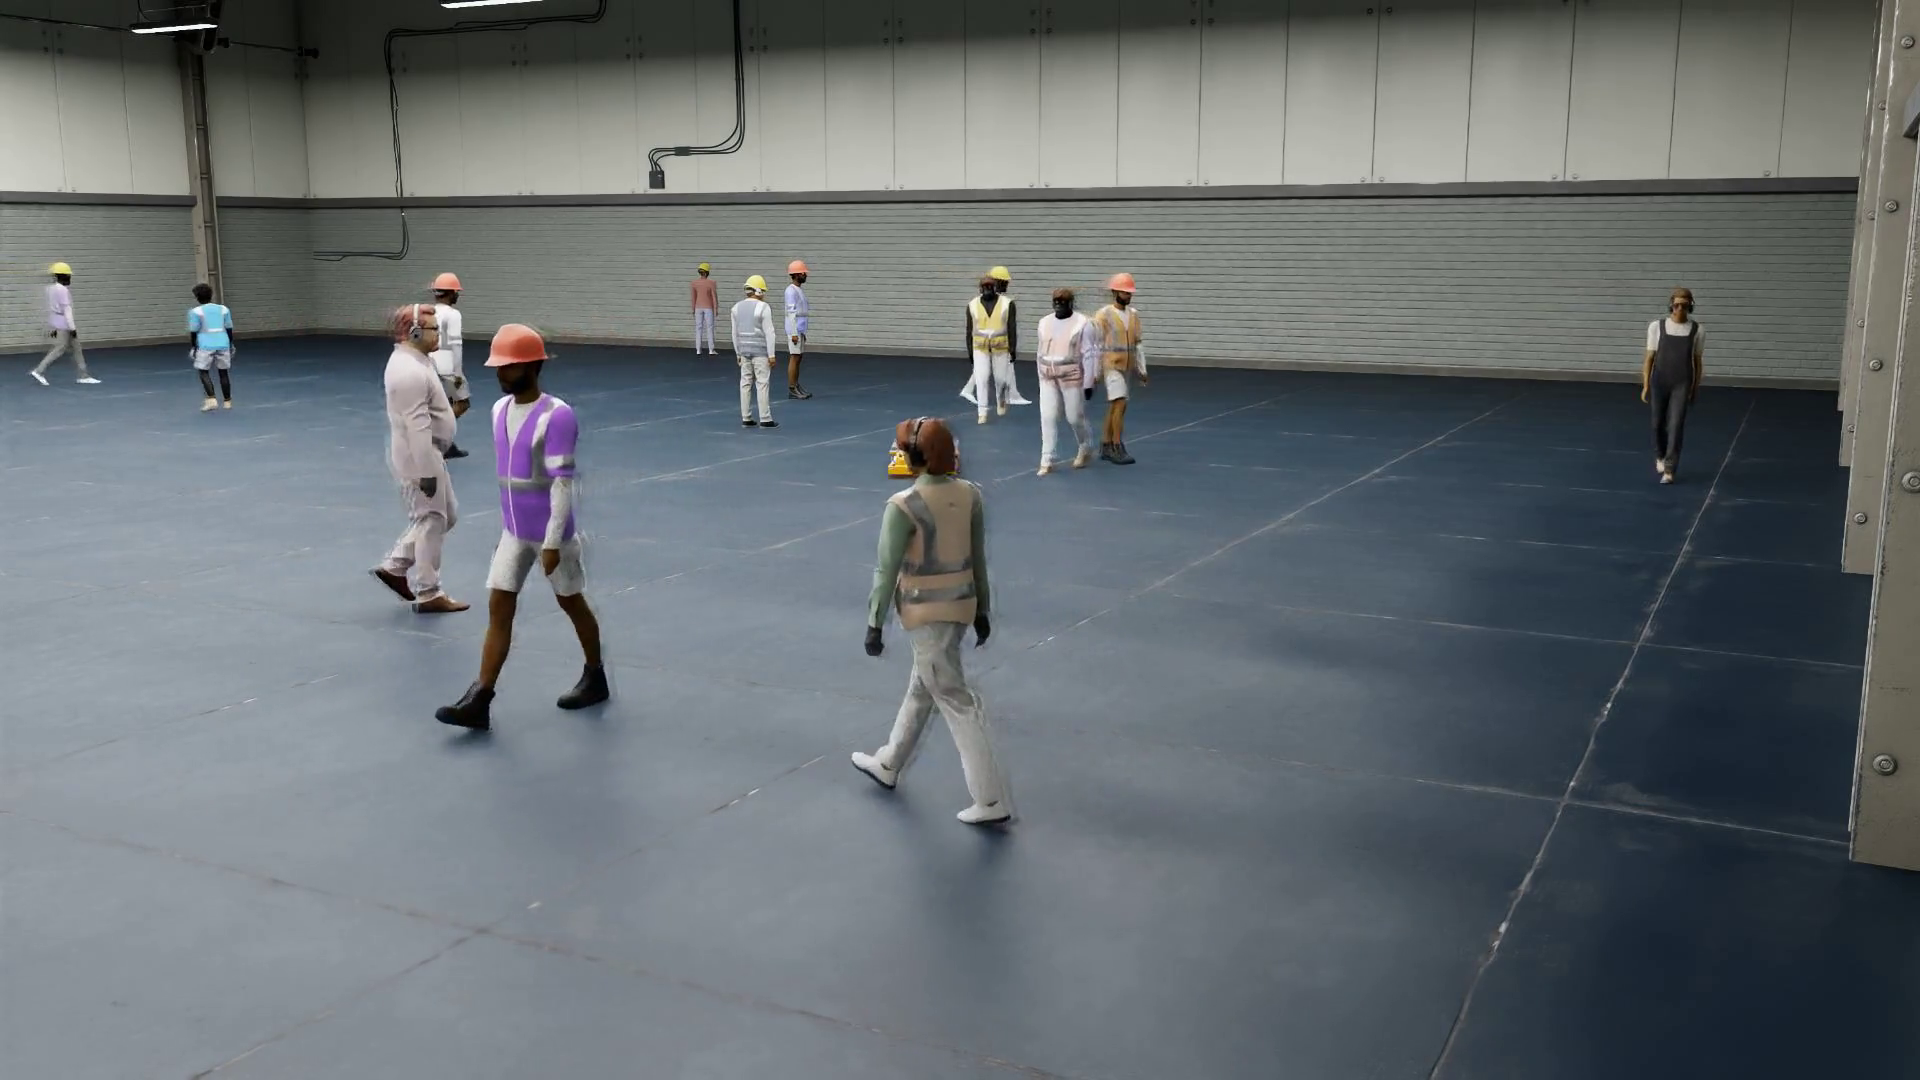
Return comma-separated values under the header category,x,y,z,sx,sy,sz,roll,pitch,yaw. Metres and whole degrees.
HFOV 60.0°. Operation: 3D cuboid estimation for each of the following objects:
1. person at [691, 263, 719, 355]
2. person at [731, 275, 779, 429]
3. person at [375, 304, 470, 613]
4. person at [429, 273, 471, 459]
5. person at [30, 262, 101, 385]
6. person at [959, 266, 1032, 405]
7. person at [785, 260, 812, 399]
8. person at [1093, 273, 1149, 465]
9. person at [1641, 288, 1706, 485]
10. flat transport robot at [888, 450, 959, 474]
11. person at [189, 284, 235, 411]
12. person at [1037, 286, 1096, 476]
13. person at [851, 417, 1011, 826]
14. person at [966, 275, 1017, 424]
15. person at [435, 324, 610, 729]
category,x,y,z,sx,sy,sz,roll,pitch,yaw
person,-4.899,-4.428,31.941,0.533,1.767,0.327,2,11,12
person,-2.424,-2.226,19.781,0.588,1.822,0.403,6,12,31
person,-3.272,-0.485,10.101,0.466,1.888,0.664,-3,11,-18
person,-5.274,-1.766,17.027,0.541,1.922,0.518,8,13,36
person,-13.845,-3.321,25.581,0.932,1.899,0.594,-7,13,-34
person,0.462,-2.768,22.556,0.950,1.891,0.586,-1,10,-5
person,-2.278,-2.952,23.414,0.349,1.942,0.545,1,10,6
person,1.672,-1.712,16.707,0.561,1.910,0.745,-9,14,-40
person,6.702,-1.461,15.645,0.514,1.822,0.871,5,12,26
flat transport robot,-0.347,-0.834,16.424,0.652,0.197,1.431,0,10,1
person,-9.770,-2.513,21.800,0.382,1.687,0.590,9,14,40
person,1.045,-1.543,16.140,0.633,1.830,0.831,6,12,29
person,-0.126,0.309,6.581,0.913,1.585,0.530,8,13,39
person,0.384,-2.351,20.475,0.634,1.818,0.722,1,10,5
person,-2.031,-0.062,7.806,0.567,1.882,0.978,7,13,34
